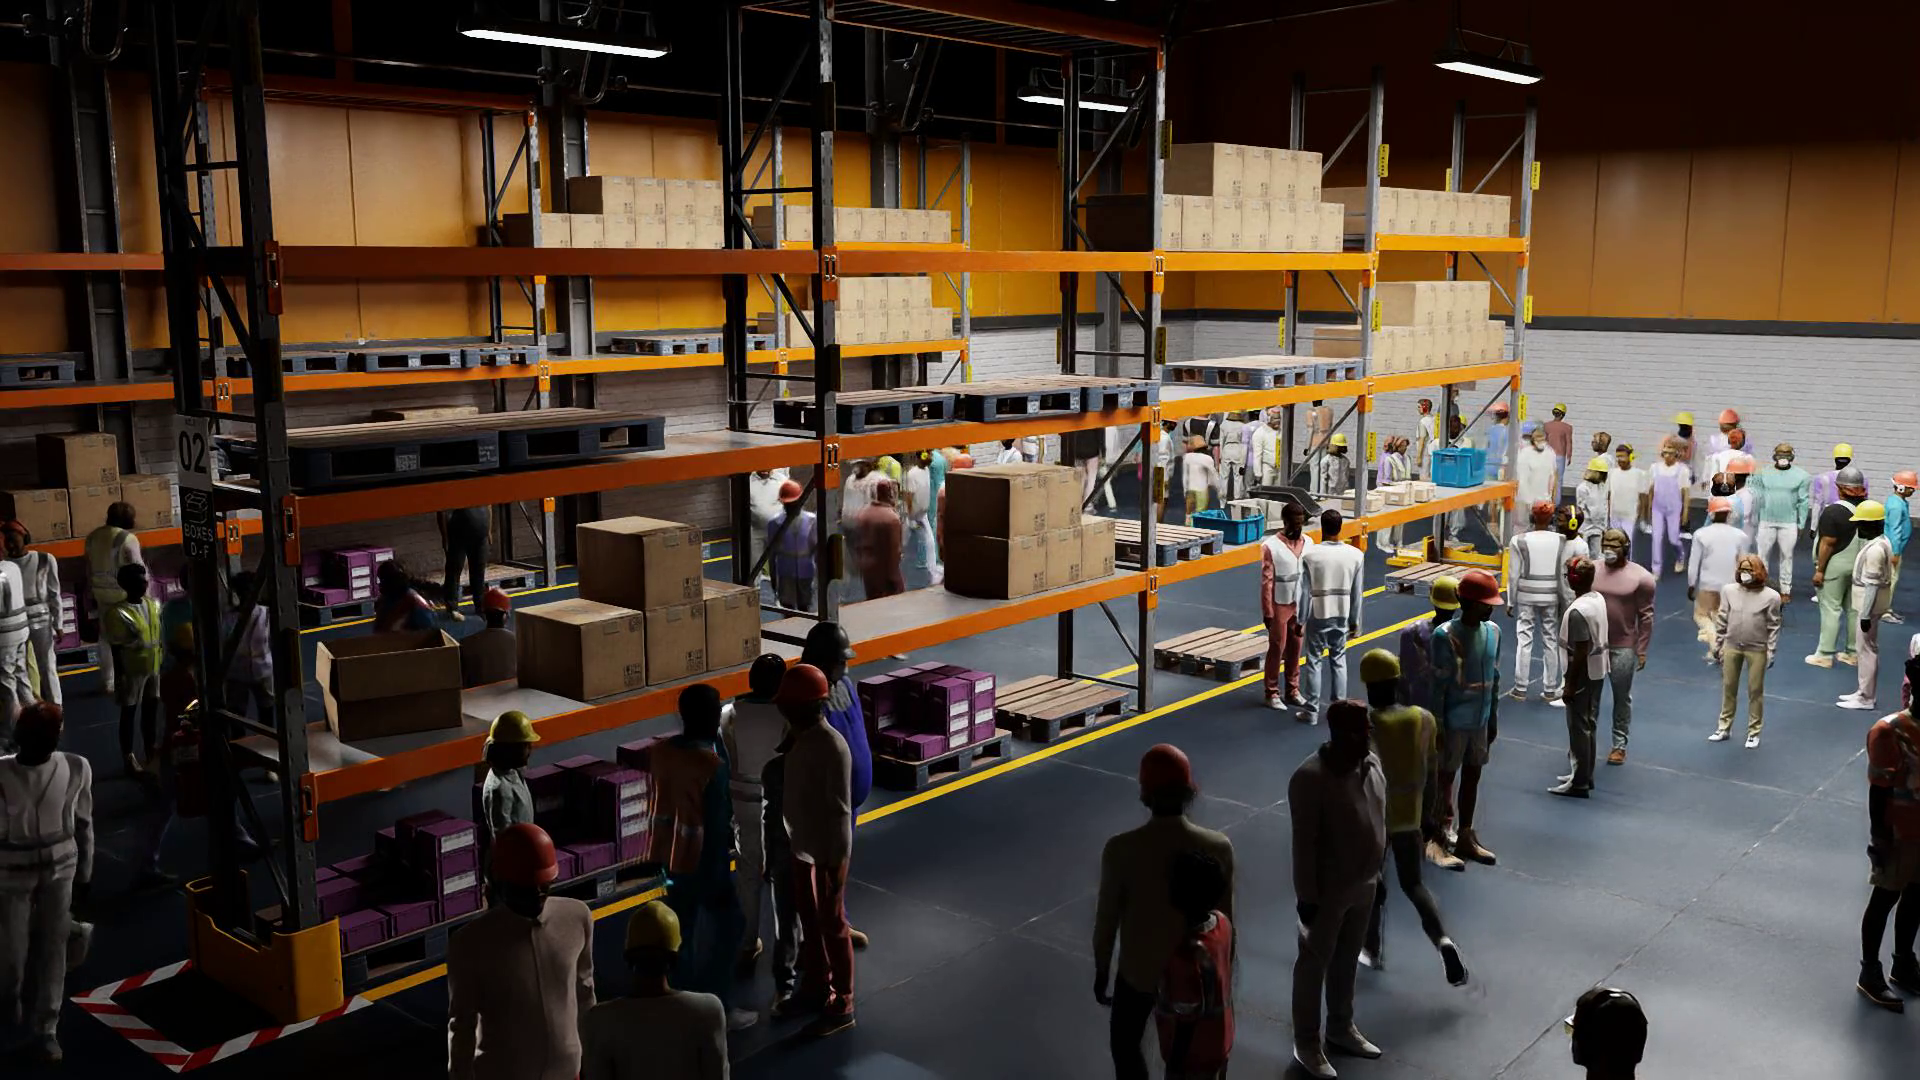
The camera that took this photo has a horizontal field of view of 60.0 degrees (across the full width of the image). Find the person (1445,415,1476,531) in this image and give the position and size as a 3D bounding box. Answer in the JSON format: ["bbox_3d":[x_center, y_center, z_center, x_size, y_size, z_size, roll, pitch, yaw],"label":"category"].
[{"bbox_3d":[7.559,-1.024,25.249,0.518,1.757,0.335,7,12,37],"label":"person"}]

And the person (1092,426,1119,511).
[{"bbox_3d":[2.325,-1.336,27.266,0.572,1.707,0.890,-7,12,-38],"label":"person"}]

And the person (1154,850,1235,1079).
[{"bbox_3d":[0.955,2.090,6.826,0.318,1.700,0.535,4,10,22],"label":"person"}]

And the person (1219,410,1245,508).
[{"bbox_3d":[4.509,-1.376,27.432,0.489,1.731,0.321,3,10,15],"label":"person"}]

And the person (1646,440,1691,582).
[{"bbox_3d":[9.045,-0.381,21.214,0.520,1.830,0.636,9,13,42],"label":"person"}]

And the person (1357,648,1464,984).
[{"bbox_3d":[2.462,1.574,9.333,0.604,1.897,0.781,-3,10,-15],"label":"person"}]

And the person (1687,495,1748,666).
[{"bbox_3d":[7.586,0.427,16.658,0.597,1.728,0.553,-1,10,-5],"label":"person"}]

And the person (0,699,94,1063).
[{"bbox_3d":[-4.766,1.718,8.548,0.614,1.865,0.544,-8,12,-39],"label":"person"}]

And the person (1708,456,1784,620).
[{"bbox_3d":[8.757,0.018,18.580,0.826,1.913,0.551,3,10,16],"label":"person"}]

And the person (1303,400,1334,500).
[{"bbox_3d":[6.121,-1.653,28.483,0.587,1.930,0.363,-6,11,-34],"label":"person"}]

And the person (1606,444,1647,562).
[{"bbox_3d":[8.123,-0.259,20.408,0.545,1.845,0.402,9,13,43],"label":"person"}]

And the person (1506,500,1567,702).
[{"bbox_3d":[5.349,0.565,15.385,0.575,1.883,0.355,1,10,8],"label":"person"}]

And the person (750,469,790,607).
[{"bbox_3d":[-2.262,-0.107,19.349,0.644,1.900,0.399,-1,10,-7],"label":"person"}]

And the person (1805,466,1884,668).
[{"bbox_3d":[8.850,0.260,16.735,0.689,2.000,0.539,-3,10,-15],"label":"person"}]

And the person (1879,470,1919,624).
[{"bbox_3d":[10.553,0.076,18.725,0.353,1.739,0.577,5,11,28],"label":"person"}]

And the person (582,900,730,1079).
[{"bbox_3d":[-1.104,2.180,6.090,0.533,1.767,0.326,-2,10,-13],"label":"person"}]

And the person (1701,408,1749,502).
[{"bbox_3d":[10.842,-0.857,23.472,0.771,2.026,0.633,-4,10,-22],"label":"person"}]

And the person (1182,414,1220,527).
[{"bbox_3d":[3.696,-1.189,25.436,0.613,2.029,0.403,6,11,30],"label":"person"}]

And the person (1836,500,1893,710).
[{"bbox_3d":[8.240,0.591,15.124,0.394,1.918,0.588,6,11,30],"label":"person"}]

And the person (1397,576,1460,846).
[{"bbox_3d":[3.326,1.188,11.556,0.584,1.919,0.381,-1,10,-5],"label":"person"}]

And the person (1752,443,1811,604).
[{"bbox_3d":[9.759,-0.203,19.842,0.629,1.931,0.376,4,10,25],"label":"person"}]

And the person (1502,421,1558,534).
[{"bbox_3d":[7.612,-0.641,22.114,0.694,2.000,1.060,-1,10,-6],"label":"person"}]

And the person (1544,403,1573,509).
[{"bbox_3d":[9.826,-1.386,27.426,0.532,1.754,0.340,7,12,37],"label":"person"}]

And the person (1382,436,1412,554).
[{"bbox_3d":[6.124,-0.635,23.274,0.523,1.638,0.310,-6,11,-33],"label":"person"}]

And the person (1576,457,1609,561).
[{"bbox_3d":[7.600,-0.137,20.023,0.485,1.735,0.352,-4,10,-24],"label":"person"}]

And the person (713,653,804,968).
[{"bbox_3d":[-1.090,1.555,9.593,0.633,1.843,0.429,2,10,10],"label":"person"}]

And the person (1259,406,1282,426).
[{"bbox_3d":[5.221,-1.563,28.200,0.514,1.845,0.338,-2,10,-12],"label":"person"}]

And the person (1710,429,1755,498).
[{"bbox_3d":[10.168,-0.526,21.896,0.355,1.883,0.574,-8,12,-39],"label":"person"}]

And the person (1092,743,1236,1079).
[{"bbox_3d":[0.903,1.872,7.303,0.654,1.977,0.536,-1,10,-6],"label":"person"}]

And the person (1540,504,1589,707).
[{"bbox_3d":[5.567,0.599,15.218,0.325,1.871,0.516,1,10,7],"label":"person"}]

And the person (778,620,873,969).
[{"bbox_3d":[-0.764,1.448,9.640,0.535,2.000,0.683,5,11,30],"label":"person"}]

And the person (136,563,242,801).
[{"bbox_3d":[-5.864,1.066,12.637,0.589,1.806,0.786,3,10,19],"label":"person"}]

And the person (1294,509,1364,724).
[{"bbox_3d":[3.245,0.681,14.626,0.599,1.909,0.398,-2,10,-13],"label":"person"}]

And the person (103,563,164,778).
[{"bbox_3d":[-6.518,1.022,13.213,0.319,1.696,0.532,3,10,16],"label":"person"}]

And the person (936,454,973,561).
[{"bbox_3d":[0.045,0.035,18.251,0.615,1.987,0.408,0,10,-1],"label":"person"}]

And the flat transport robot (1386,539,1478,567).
[{"bbox_3d":[6.395,0.182,22.471,0.652,0.197,1.431,8,13,41],"label":"flat transport robot"}]

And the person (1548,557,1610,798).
[{"bbox_3d":[4.738,1.042,12.659,0.373,1.838,0.572,6,11,32],"label":"person"}]

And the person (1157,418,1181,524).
[{"bbox_3d":[3.021,-0.957,24.354,0.390,1.925,0.550,1,10,5],"label":"person"}]

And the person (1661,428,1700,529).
[{"bbox_3d":[11.042,-0.994,25.559,0.523,1.579,0.902,-1,10,-8],"label":"person"}]

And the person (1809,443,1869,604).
[{"bbox_3d":[10.407,-0.185,19.733,0.595,1.923,0.374,3,10,16],"label":"person"}]

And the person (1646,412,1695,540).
[{"bbox_3d":[10.530,-0.981,24.625,0.594,1.890,0.923,-3,10,-18],"label":"person"}]

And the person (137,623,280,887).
[{"bbox_3d":[-5.039,1.389,10.972,0.529,1.706,0.942,6,11,32],"label":"person"}]

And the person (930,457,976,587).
[{"bbox_3d":[-0.026,-0.072,19.361,0.556,1.820,0.582,-4,10,-24],"label":"person"}]

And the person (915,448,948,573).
[{"bbox_3d":[-0.340,-0.524,21.853,0.398,1.898,0.644,-5,11,-26],"label":"person"}]
